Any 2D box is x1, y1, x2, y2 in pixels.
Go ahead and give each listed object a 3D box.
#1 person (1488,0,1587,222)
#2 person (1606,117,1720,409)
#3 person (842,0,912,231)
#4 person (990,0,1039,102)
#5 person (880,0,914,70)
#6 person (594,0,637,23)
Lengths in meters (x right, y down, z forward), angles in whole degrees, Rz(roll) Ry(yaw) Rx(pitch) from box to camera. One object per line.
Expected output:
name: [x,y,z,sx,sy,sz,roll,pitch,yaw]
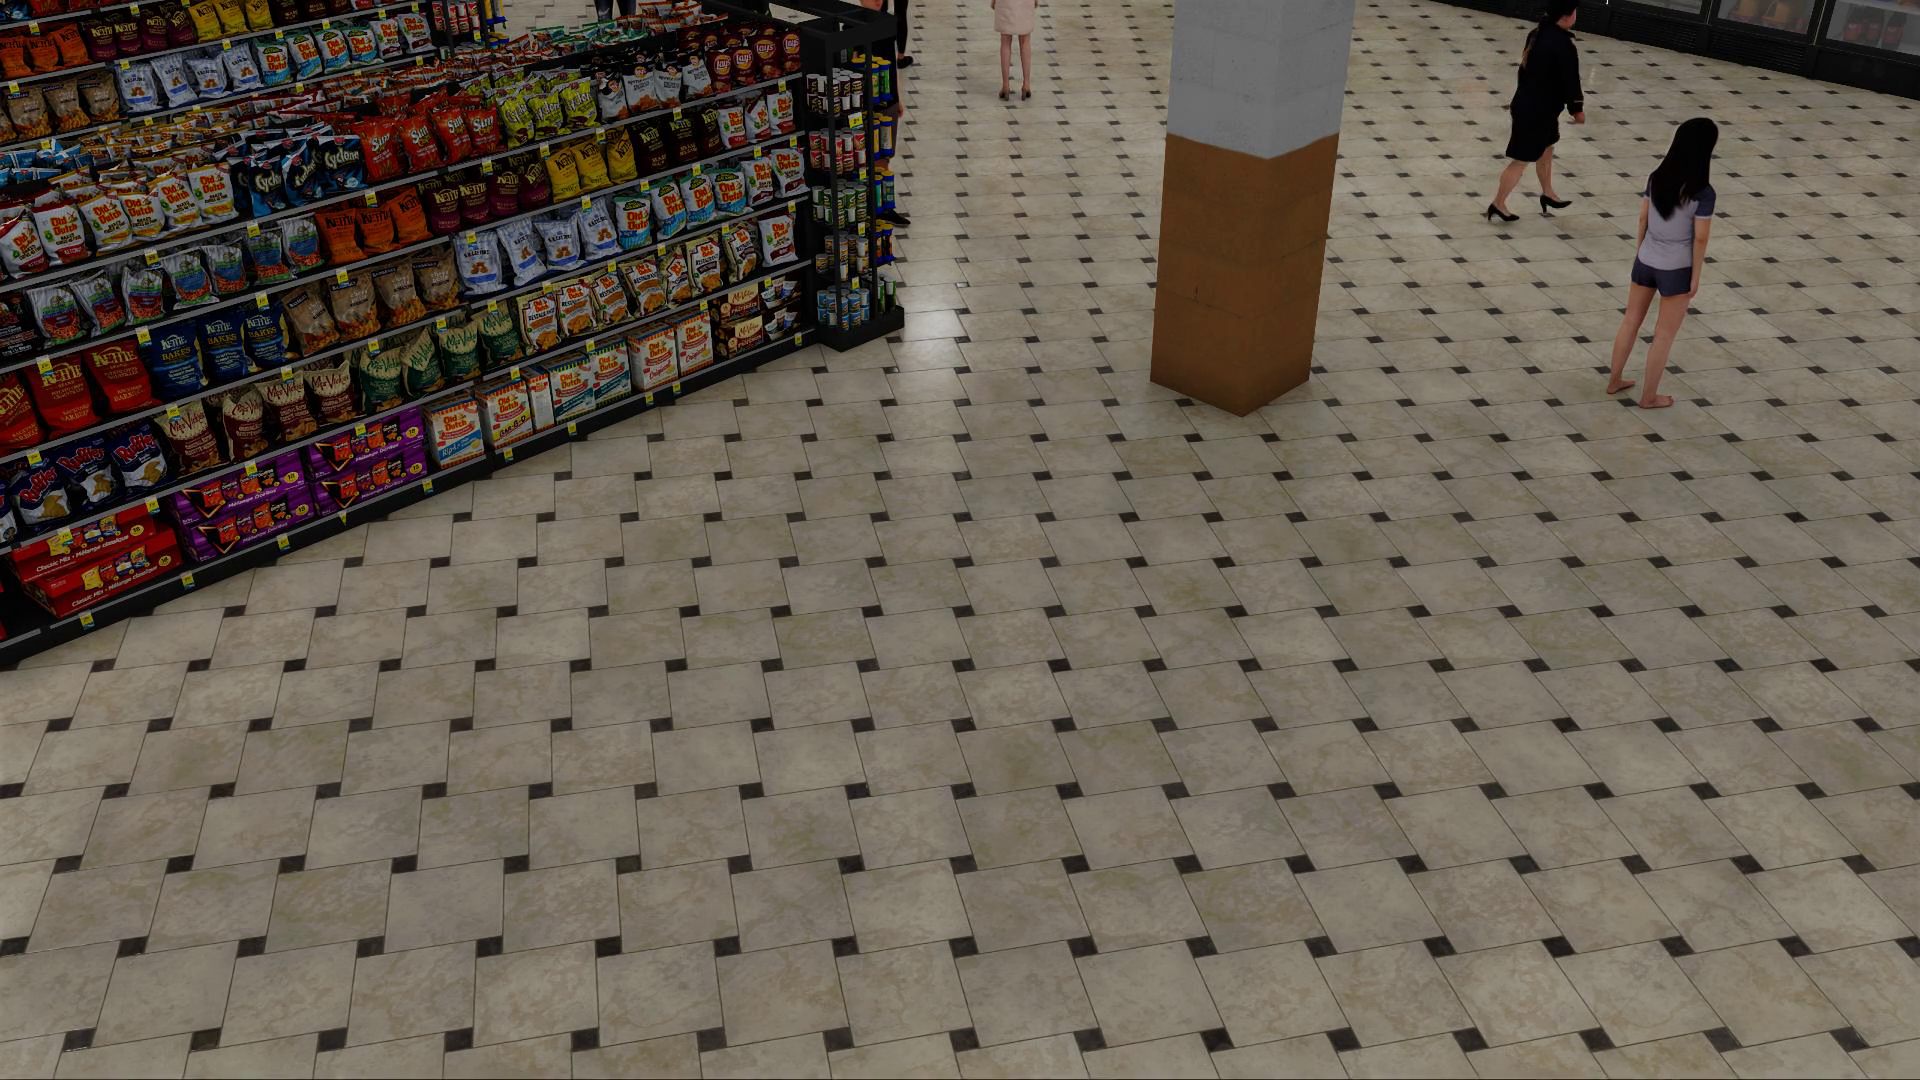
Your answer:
person: [4.097,-3.082,12.018,1.080,1.644,1.001,-2,32,-3]
person: [4.055,-1.594,9.567,0.596,1.706,0.644,-17,36,-26]
person: [-0.626,-3.127,11.883,0.727,1.862,0.516,26,40,35]
person: [0.485,-4.744,14.603,0.687,1.735,0.749,0,32,0]
person: [-0.648,-5.282,15.491,0.681,1.710,0.704,6,32,10]
person: [-3.133,-5.073,14.972,0.657,1.904,0.816,-14,34,-21]
